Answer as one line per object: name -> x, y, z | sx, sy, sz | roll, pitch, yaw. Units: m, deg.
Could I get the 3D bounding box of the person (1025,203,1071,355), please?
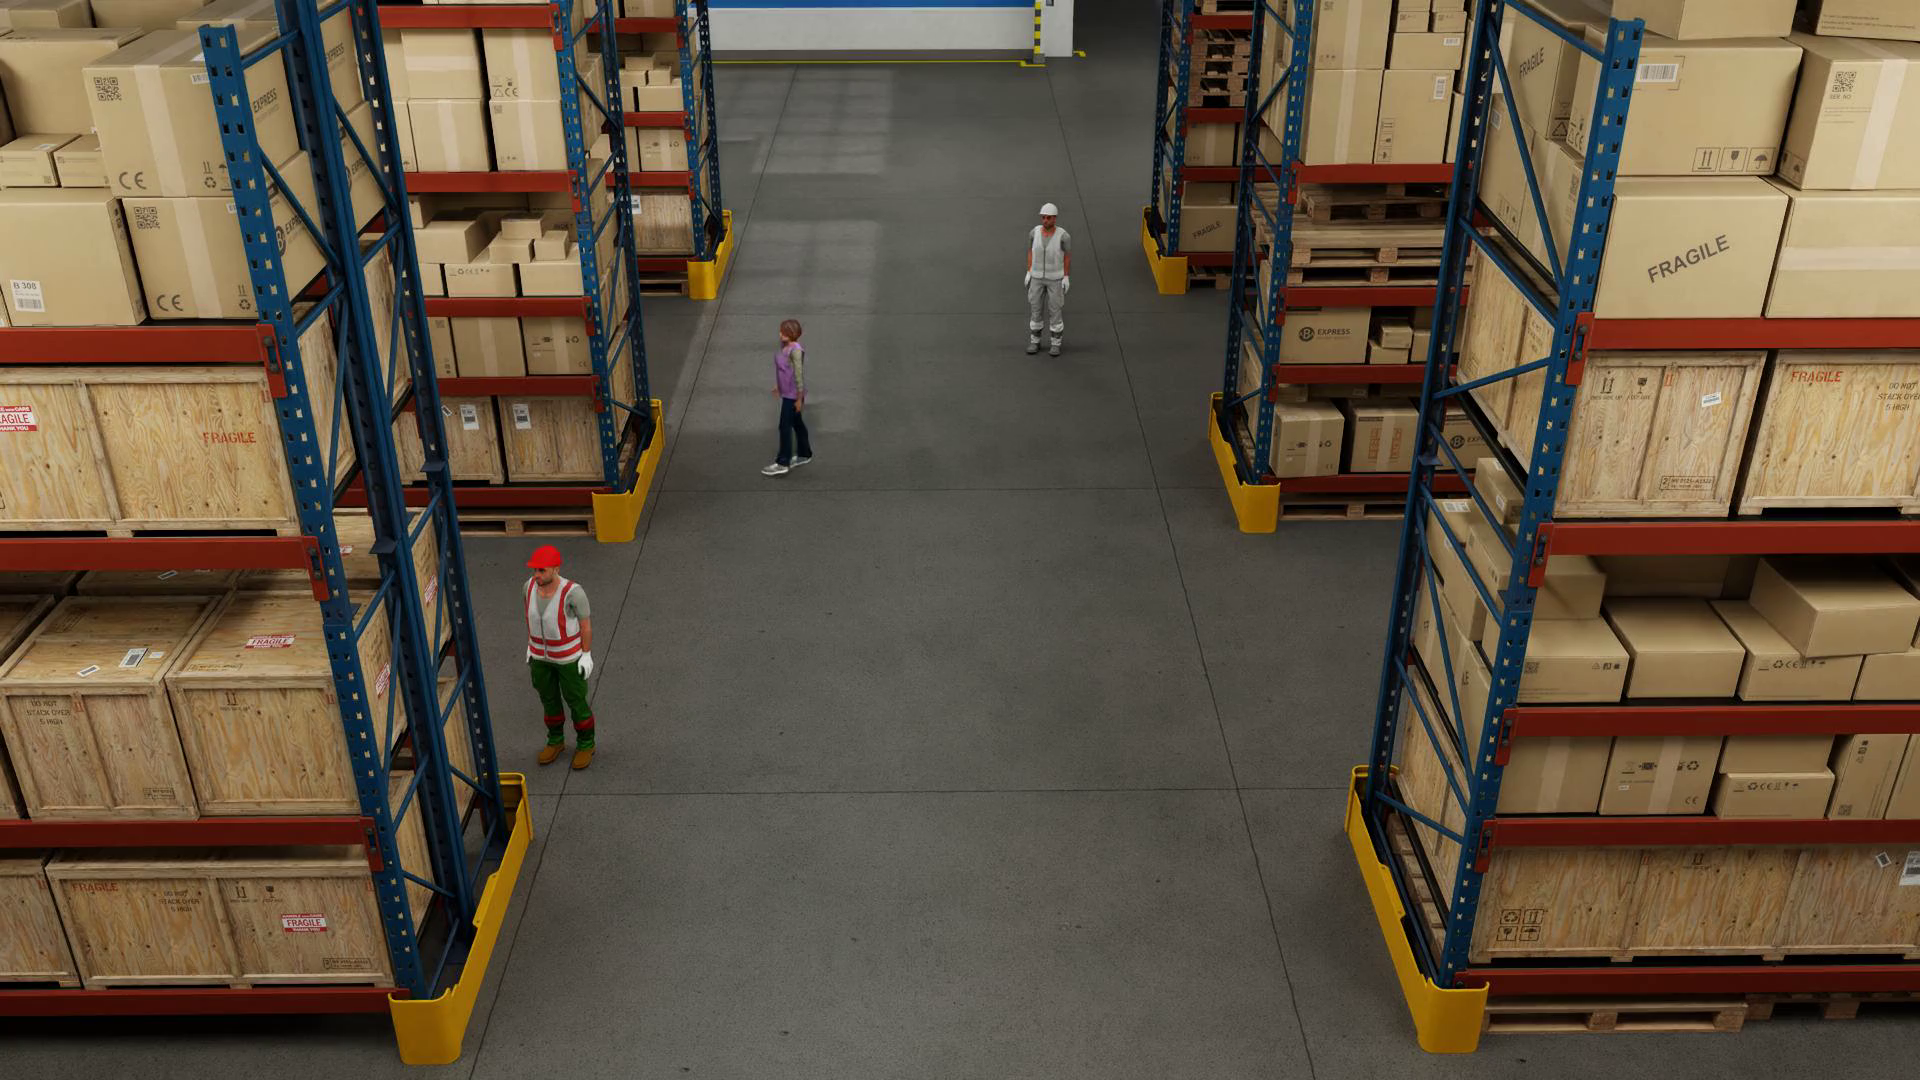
person -> 1.017, -3.072, 19.594 | 0.546, 1.793, 0.387 | 8, 29, 14

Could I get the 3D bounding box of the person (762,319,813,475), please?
person -> -1.788, -1.458, 16.772 | 0.564, 1.603, 0.434 | -7, 29, -13

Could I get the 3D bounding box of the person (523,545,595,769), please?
person -> -2.985, 0.860, 12.279 | 0.543, 1.795, 0.368 | 8, 29, 14
